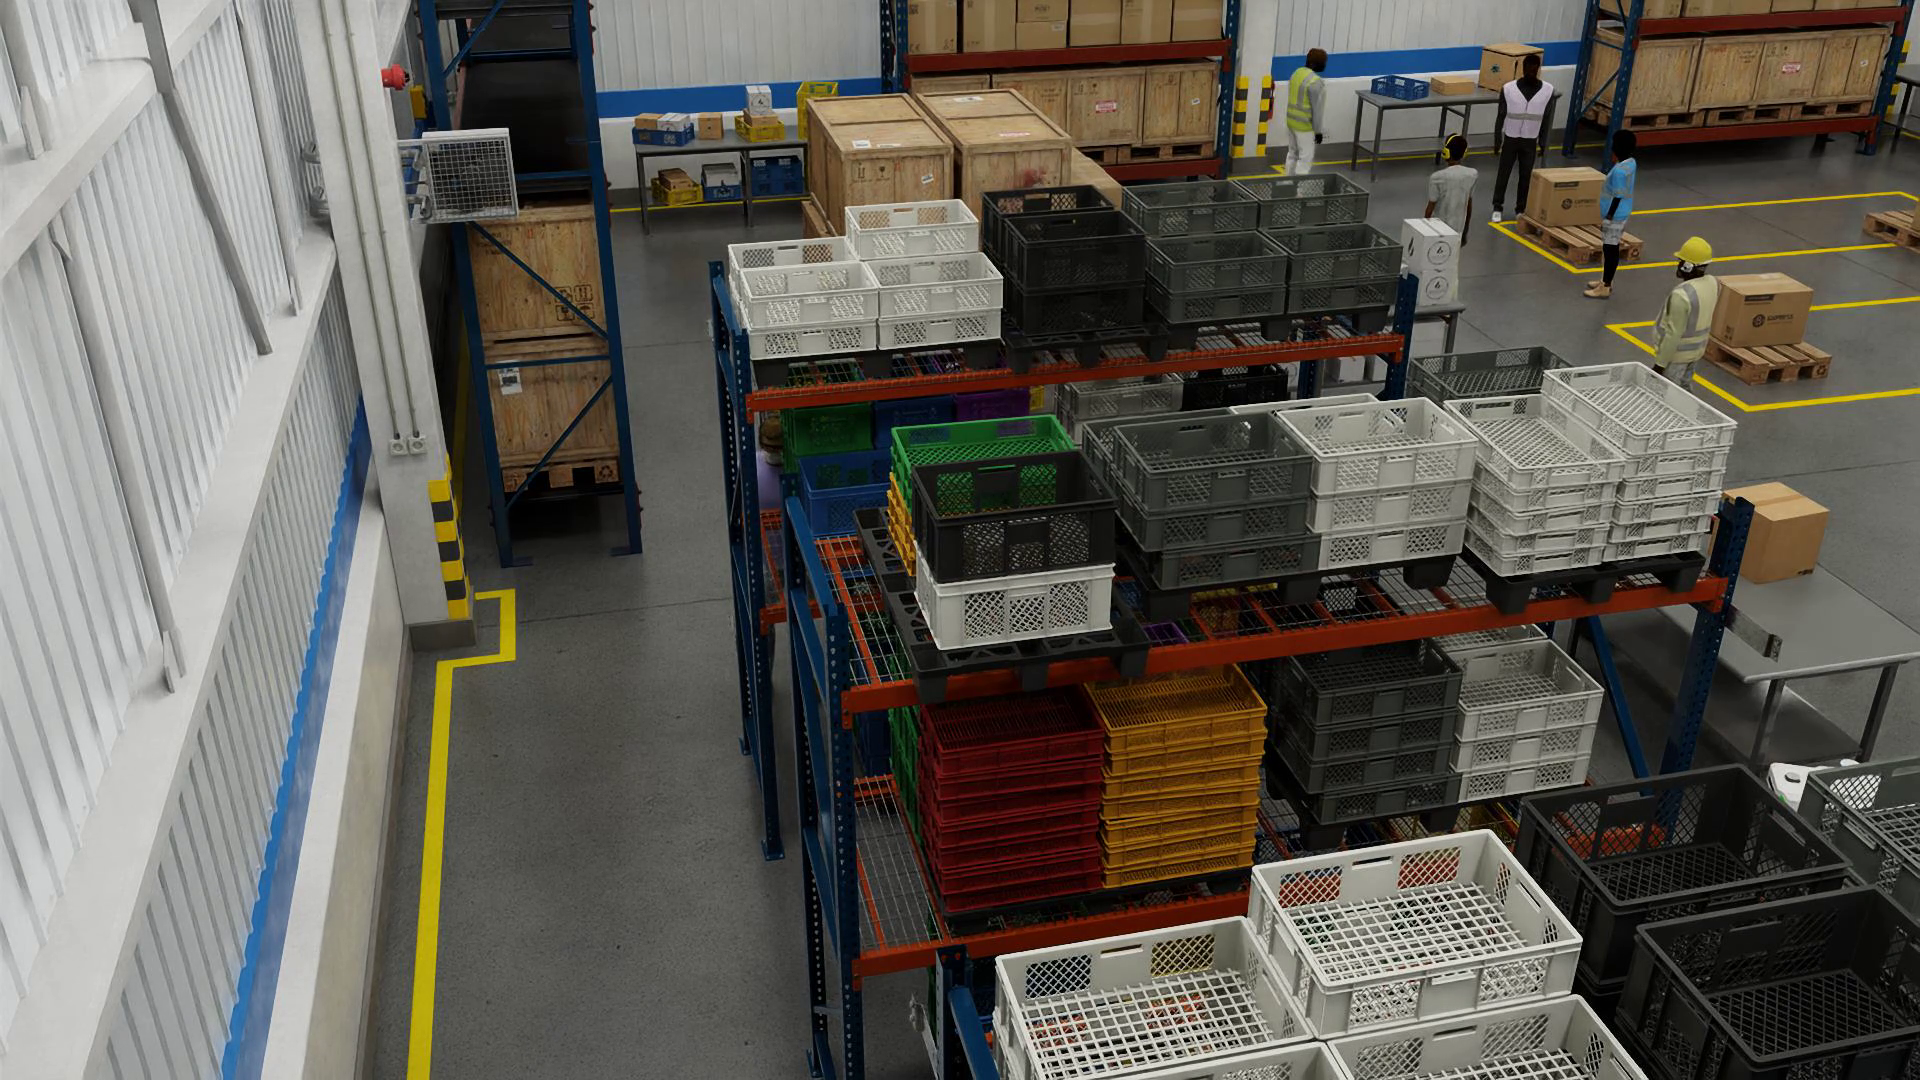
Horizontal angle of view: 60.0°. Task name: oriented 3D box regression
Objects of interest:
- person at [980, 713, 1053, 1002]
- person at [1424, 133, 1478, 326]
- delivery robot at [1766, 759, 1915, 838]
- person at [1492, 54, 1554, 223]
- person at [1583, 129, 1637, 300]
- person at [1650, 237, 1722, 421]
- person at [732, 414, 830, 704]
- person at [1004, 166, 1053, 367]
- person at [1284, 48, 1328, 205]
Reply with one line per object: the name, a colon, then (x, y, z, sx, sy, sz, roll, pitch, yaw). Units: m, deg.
person: (0.144, 1.355, 7.752, 0.808, 1.857, 0.592, -24, 36, -37)
person: (4.650, -2.953, 15.935, 0.501, 1.862, 0.327, -5, 28, -10)
delivery robot: (4.734, 1.405, 8.952, 0.707, 0.478, 0.477, 7, 29, 13)
person: (6.376, -4.566, 18.939, 0.583, 1.911, 0.394, 4, 28, 8)
person: (6.566, -3.270, 16.706, 0.319, 1.692, 0.533, 14, 31, 25)
person: (5.694, -1.510, 13.216, 0.587, 1.835, 0.404, -22, 35, -35)
person: (-1.062, 0.119, 10.021, 0.627, 1.935, 0.372, -4, 28, -7)
person: (0.657, -2.402, 14.866, 0.630, 1.882, 0.657, -7, 29, -12)
person: (4.056, -4.870, 19.606, 0.434, 1.826, 0.695, -5, 28, -9)
